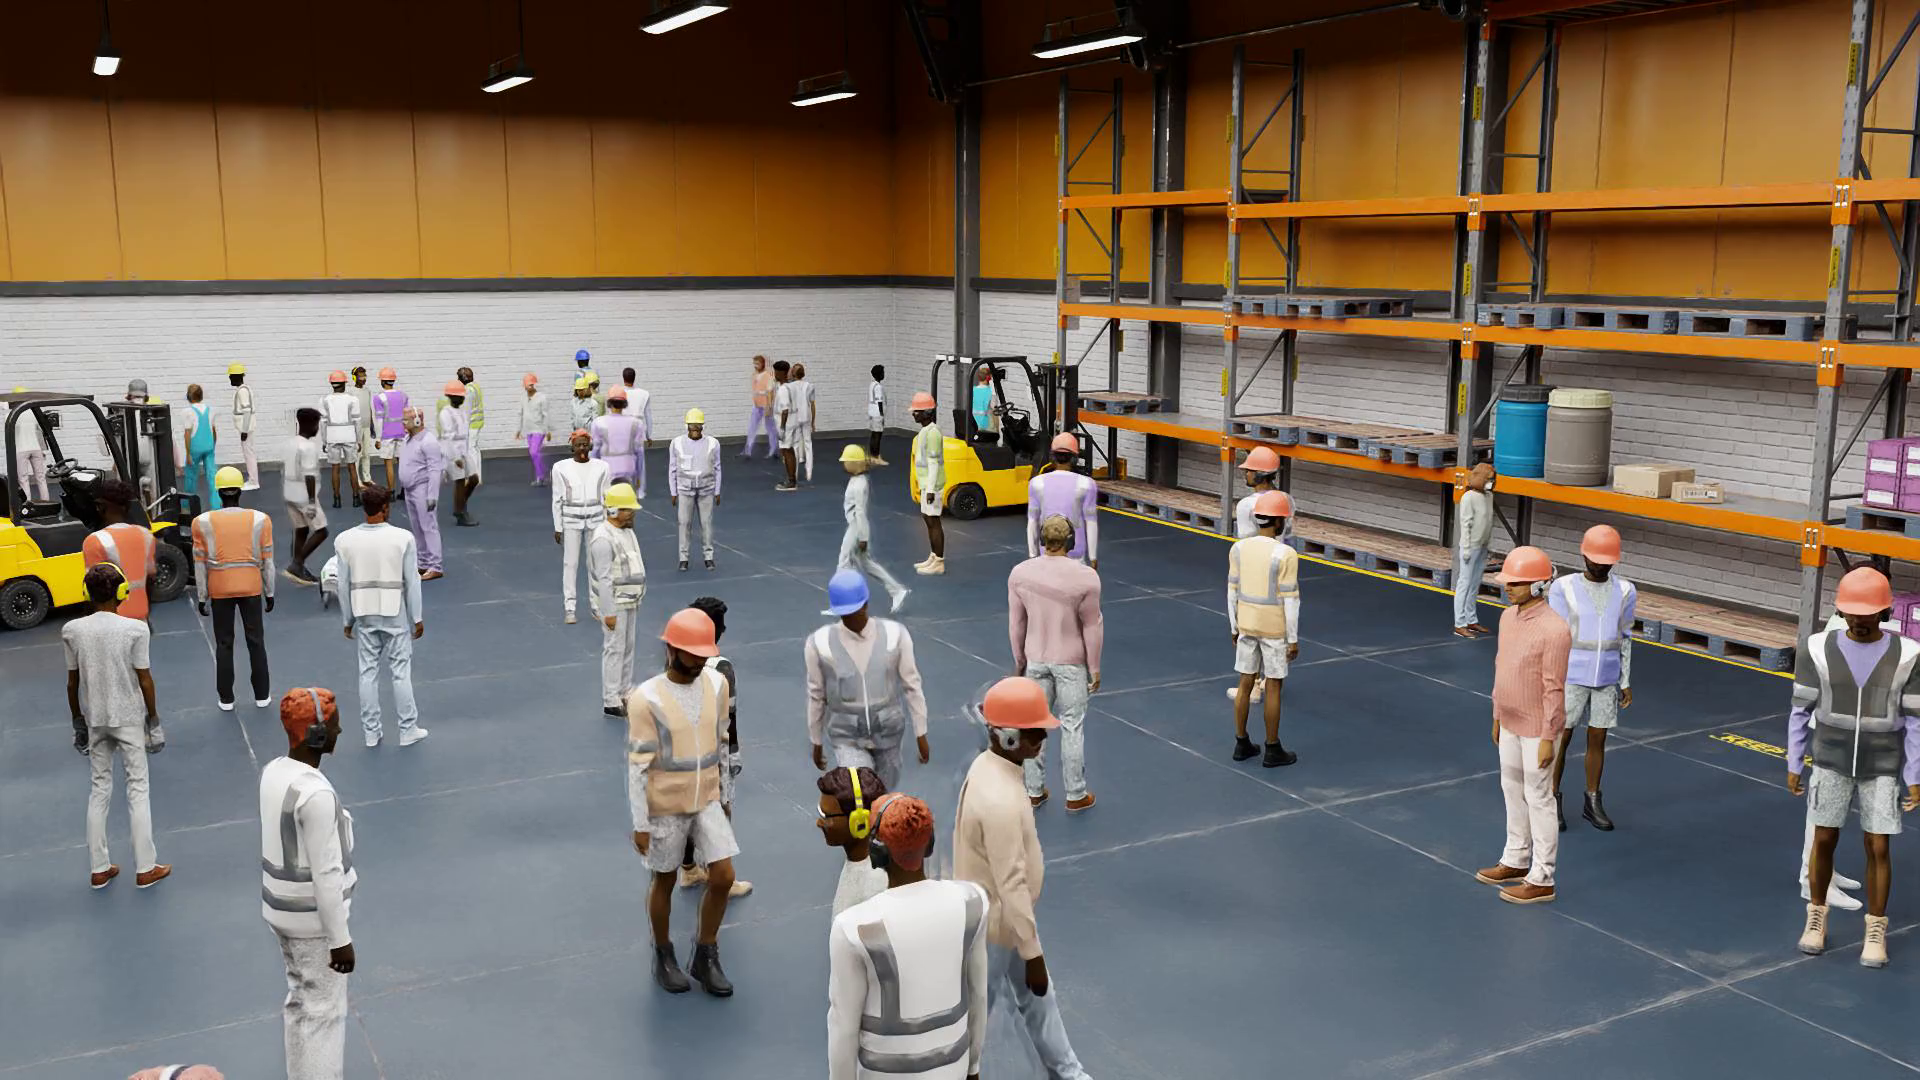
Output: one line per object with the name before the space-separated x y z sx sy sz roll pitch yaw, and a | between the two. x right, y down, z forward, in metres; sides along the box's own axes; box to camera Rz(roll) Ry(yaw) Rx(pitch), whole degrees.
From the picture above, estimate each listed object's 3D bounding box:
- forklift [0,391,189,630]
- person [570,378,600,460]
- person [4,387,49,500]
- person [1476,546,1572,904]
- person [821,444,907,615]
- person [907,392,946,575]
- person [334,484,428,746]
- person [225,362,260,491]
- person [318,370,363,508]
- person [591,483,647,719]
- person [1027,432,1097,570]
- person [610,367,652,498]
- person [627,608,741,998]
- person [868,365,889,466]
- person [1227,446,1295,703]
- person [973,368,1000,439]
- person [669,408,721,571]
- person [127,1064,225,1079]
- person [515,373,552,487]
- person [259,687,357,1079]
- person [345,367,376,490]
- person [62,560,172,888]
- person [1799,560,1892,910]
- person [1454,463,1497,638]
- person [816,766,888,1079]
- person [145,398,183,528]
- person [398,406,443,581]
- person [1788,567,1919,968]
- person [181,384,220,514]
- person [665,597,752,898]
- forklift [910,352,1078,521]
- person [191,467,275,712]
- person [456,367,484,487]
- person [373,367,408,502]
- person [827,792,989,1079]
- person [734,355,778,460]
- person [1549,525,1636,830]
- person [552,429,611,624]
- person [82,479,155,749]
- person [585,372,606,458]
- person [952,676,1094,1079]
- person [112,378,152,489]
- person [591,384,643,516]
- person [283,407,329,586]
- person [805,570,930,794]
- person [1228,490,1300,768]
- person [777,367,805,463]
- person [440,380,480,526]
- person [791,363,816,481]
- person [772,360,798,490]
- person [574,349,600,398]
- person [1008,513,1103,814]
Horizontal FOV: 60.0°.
forklift | -9.026 -0.363 16.508 1.214 2.155 2.313 6 11 29
person | -5.551 -1.540 24.643 0.496 1.732 0.383 5 11 25
person | -12.642 -1.191 22.509 0.328 1.767 0.531 7 12 35
person | 3.121 1.012 9.212 0.403 1.987 0.608 -2 10 -14
person | -0.948 -0.097 16.361 0.790 1.714 0.485 0 10 0
person | -0.372 -0.625 18.504 0.418 2.035 0.601 -2 10 -13
person | -4.191 0.553 12.049 0.587 1.913 0.393 0 10 0
person | -10.784 -1.704 24.999 0.382 1.924 0.594 -4 11 -24
person | -8.659 -1.408 23.275 0.547 1.934 0.376 -3 10 -16
person | -2.620 0.467 12.818 0.403 1.821 0.601 1 10 8
person | 0.887 0.080 14.454 0.621 2.020 0.454 3 10 17
person | -4.770 -1.544 24.122 0.602 1.916 0.390 -3 10 -19
person | -1.293 1.268 7.933 0.582 1.907 0.658 -8 12 -38
person | -1.374 -2.095 27.911 0.315 1.696 0.541 -3 10 -17
person | 2.385 0.273 13.271 0.615 2.047 0.356 -8 13 -40
person | 0.353 -1.675 25.076 0.571 1.840 0.373 9 13 40
person | -2.973 -0.566 18.708 0.590 1.837 0.404 -2 10 -13
person | -1.601 2.034 3.599 0.394 1.890 0.676 -4 10 -20
person | -6.532 -1.673 25.367 0.568 1.731 0.550 7 12 34
person | -2.585 1.508 6.651 0.361 1.878 0.581 -8 13 -39
person | -9.040 -1.691 25.125 0.323 1.861 0.511 4 11 21
person | -4.771 1.043 9.397 0.511 1.860 0.341 0 10 2
person | 4.860 1.049 9.183 0.371 1.915 0.597 5 11 28
person | 4.824 0.087 15.534 0.280 1.633 0.498 10 14 44
person | -0.335 1.675 5.741 0.331 1.863 0.509 -2 10 -9
person | -10.307 -0.972 21.377 0.900 1.716 0.534 5 11 26
person | -5.927 -0.512 18.196 0.403 1.906 0.652 -9 13 -42
person | 4.508 1.132 8.393 0.612 2.029 0.409 6 11 30
person | -10.300 -1.198 22.439 0.948 1.796 0.524 7 12 35
person | -1.408 1.152 9.236 0.531 1.692 0.320 9 13 41
forklift | 0.460 -1.461 22.833 2.313 2.155 1.214 -5 11 -28
person | -5.671 0.383 13.028 0.581 1.919 0.393 -6 11 -29
person | -7.505 -1.729 25.441 0.429 1.831 0.630 -1 10 -5
person | -8.154 -1.509 23.835 0.353 1.942 0.545 7 12 34
person | -0.161 1.733 5.373 0.574 1.876 0.355 -6 12 -32
person | -3.472 -2.243 28.450 0.875 1.801 0.595 -9 13 -42
person | 3.896 0.852 10.287 0.542 1.928 0.374 0 10 0
person | -3.648 -0.137 16.106 0.573 1.883 0.355 -4 11 -23
person | -6.108 0.533 12.048 0.379 1.967 0.627 2 10 14
person | -5.539 -1.644 25.117 0.310 1.768 0.533 5 11 25
person | 0.281 1.492 6.508 0.982 1.946 0.661 0 10 3
person | -10.233 -1.024 20.757 0.691 2.000 0.539 -2 10 -9
person | -4.016 -0.804 19.516 0.640 2.031 0.563 -5 11 -25
person | -6.980 -0.452 17.727 0.466 1.942 0.633 -9 14 -43
person | -0.528 1.052 9.267 0.667 1.894 0.925 -2 10 -9
person | 2.143 0.614 11.633 0.551 1.932 0.376 9 14 43
person | -2.837 -2.108 28.153 0.522 1.638 0.309 -1 10 -8
person | -6.515 -1.129 21.687 0.407 1.921 0.567 2 10 14
person | -2.511 -1.840 26.020 0.508 1.847 0.345 -4 11 -20
person | -2.627 -1.728 25.029 0.368 1.962 0.613 1 10 8
person | -6.304 -2.240 28.065 0.424 1.938 0.622 4 11 21
person | 0.616 0.788 10.625 0.629 1.940 0.373 4 11 22
